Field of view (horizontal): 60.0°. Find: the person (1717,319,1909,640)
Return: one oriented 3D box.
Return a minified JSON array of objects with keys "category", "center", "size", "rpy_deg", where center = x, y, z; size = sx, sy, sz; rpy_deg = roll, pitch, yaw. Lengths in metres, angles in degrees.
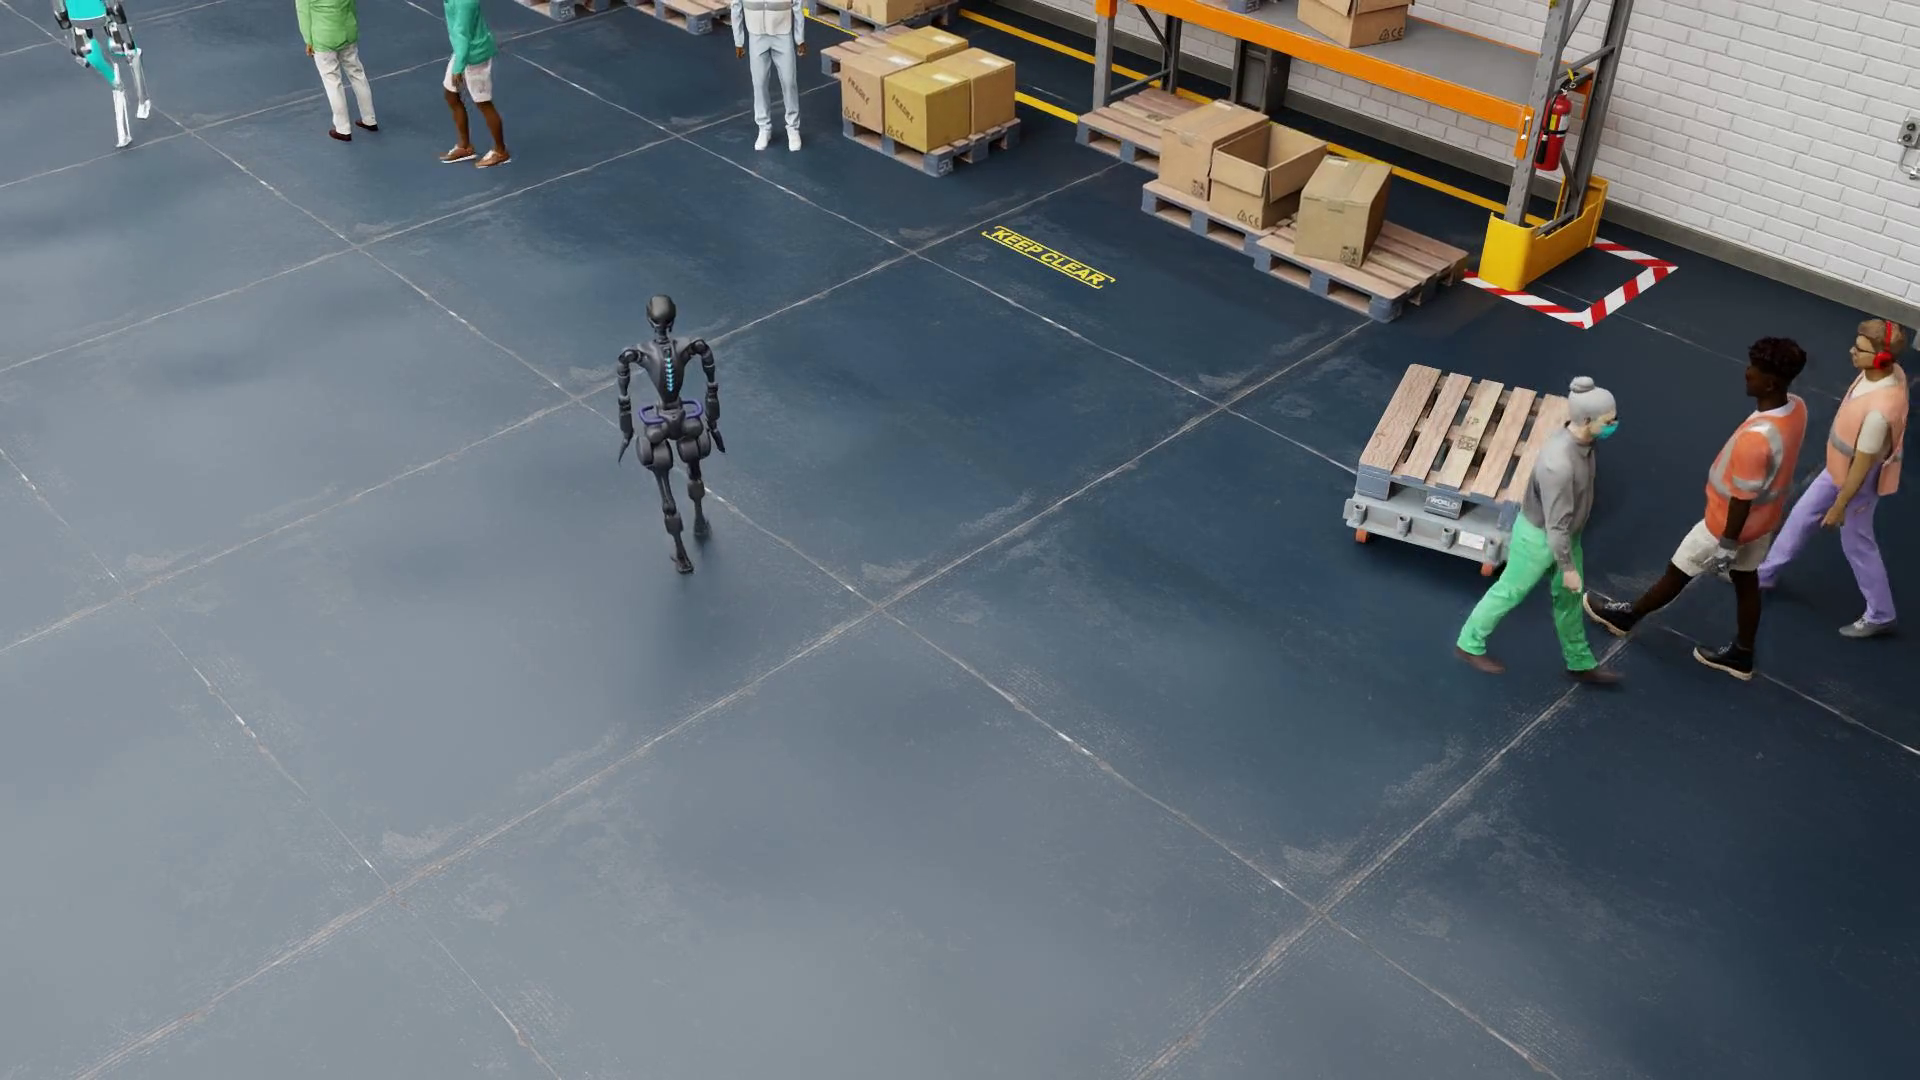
[{"category":"person","center":[4.703,-0.314,8.692],"size":[0.890,1.807,0.598],"rpy_deg":[15,39,19]}]

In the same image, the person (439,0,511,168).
[{"category":"person","center":[-4.046,-3.832,13.313],"size":[0.700,1.828,0.514],"rpy_deg":[-17,40,-21]}]

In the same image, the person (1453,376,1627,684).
[{"category":"person","center":[3.009,0.009,8.249],"size":[0.868,1.803,0.510],"rpy_deg":[24,43,29]}]

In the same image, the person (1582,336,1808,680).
[{"category":"person","center":[3.827,-0.193,8.415],"size":[0.613,1.920,0.943],"rpy_deg":[-29,46,-33]}]

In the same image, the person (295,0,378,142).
[{"category":"person","center":[-5.240,-4.227,13.886],"size":[0.389,1.778,0.535],"rpy_deg":[21,42,25]}]

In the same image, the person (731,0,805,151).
[{"category":"person","center":[-1.569,-4.151,13.673],"size":[0.595,1.908,0.408],"rpy_deg":[-1,37,-1]}]

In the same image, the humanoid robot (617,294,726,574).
[{"category":"humanoid robot","center":[-1.604,-0.604,9.172],"size":[0.594,1.645,0.478],"rpy_deg":[-12,39,-16]}]

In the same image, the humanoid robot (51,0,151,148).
[{"category":"humanoid robot","center":[-7.154,-4.220,13.934],"size":[0.555,1.759,1.047],"rpy_deg":[-5,37,-7]}]
